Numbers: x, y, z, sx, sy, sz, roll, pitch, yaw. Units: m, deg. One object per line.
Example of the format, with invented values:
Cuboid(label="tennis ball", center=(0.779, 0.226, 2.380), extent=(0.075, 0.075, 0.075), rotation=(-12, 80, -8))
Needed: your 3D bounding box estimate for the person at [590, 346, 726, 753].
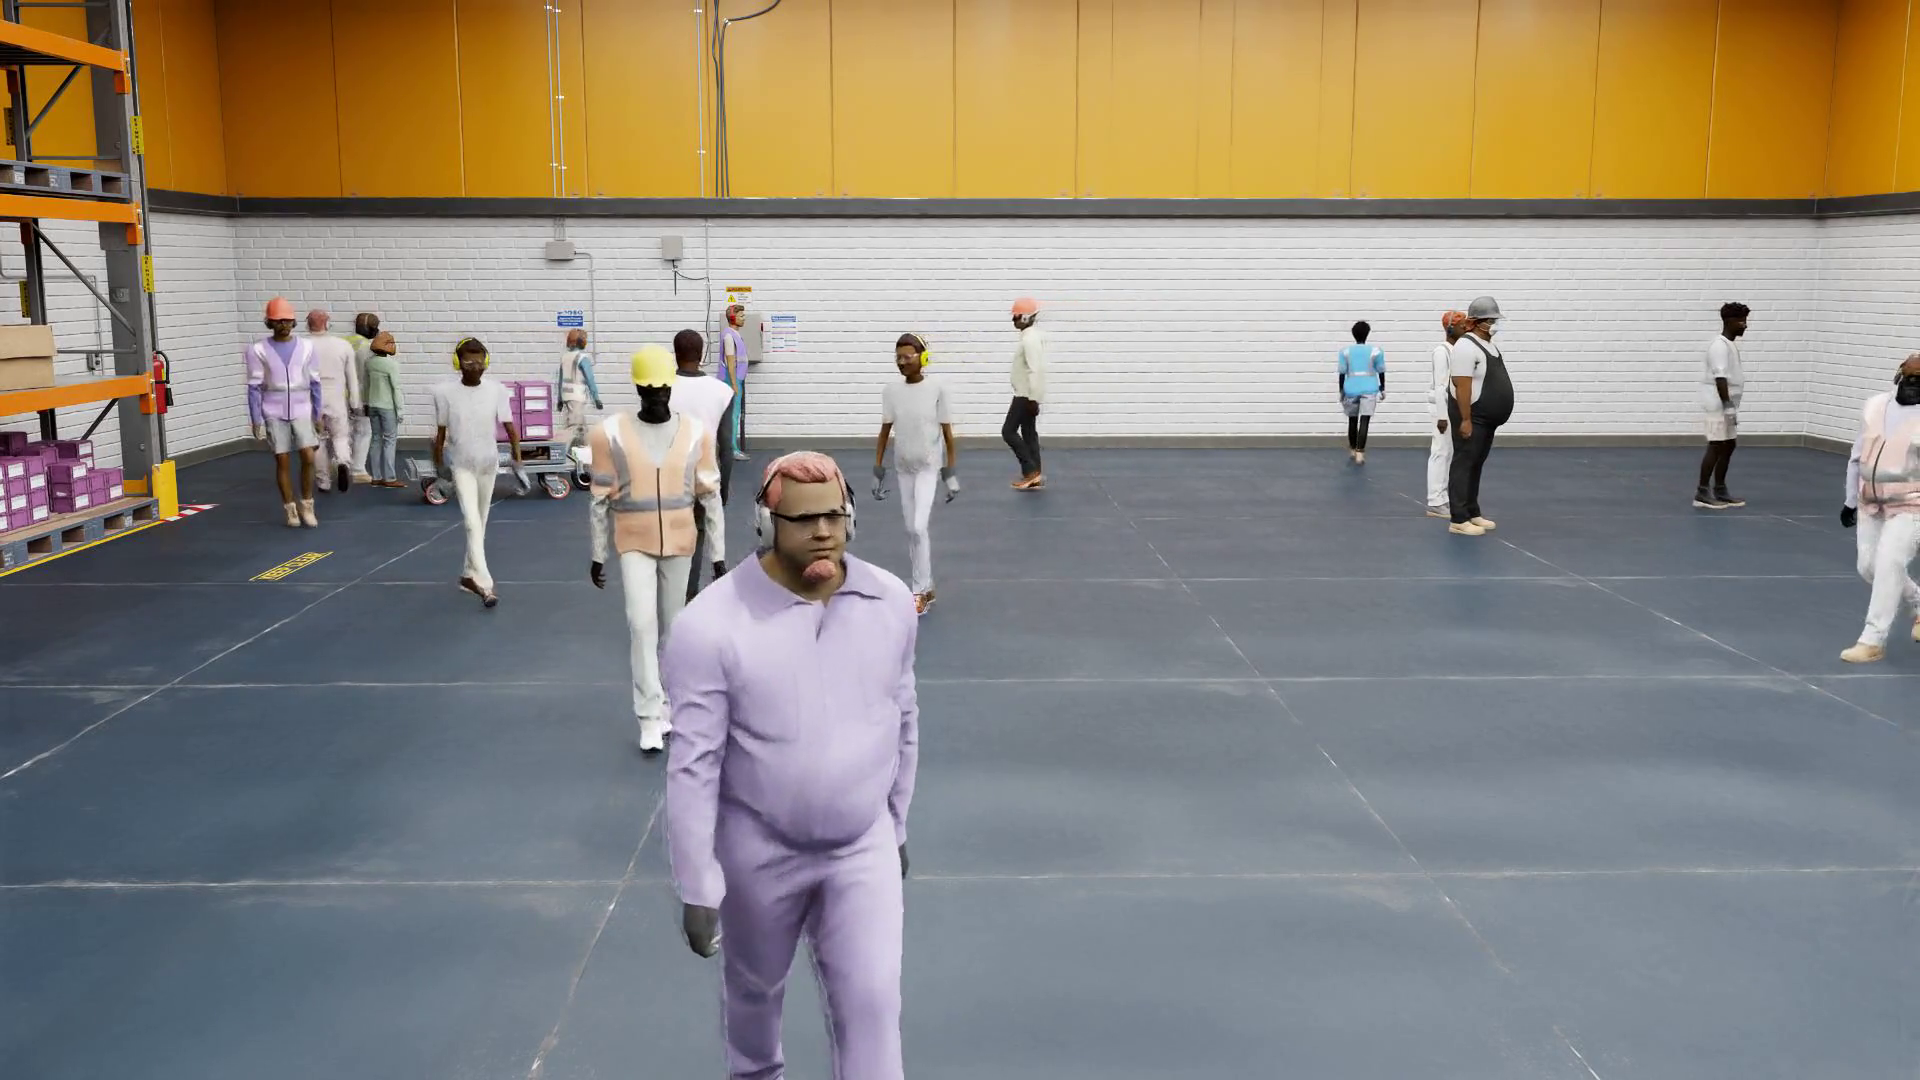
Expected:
Cuboid(label="person", center=(-1.405, 0.045, 7.850), extent=(0.621, 1.896, 0.808), rotation=(-4, 10, -21))

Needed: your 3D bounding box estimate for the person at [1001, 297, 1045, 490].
Cuboid(label="person", center=(0.652, -1.482, 16.995), extent=(0.448, 1.977, 0.622), rotation=(1, 9, 9))

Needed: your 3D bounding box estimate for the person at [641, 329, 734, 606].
Cuboid(label="person", center=(-1.735, -0.382, 10.521), extent=(0.648, 1.884, 0.545), rotation=(-3, 10, -16))

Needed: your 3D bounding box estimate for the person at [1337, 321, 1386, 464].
Cuboid(label="person", center=(4.716, -1.732, 19.518), extent=(0.539, 1.654, 0.843), rotation=(4, 10, 25))

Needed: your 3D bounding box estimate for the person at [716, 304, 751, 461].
Cuboid(label="person", center=(-2.692, -1.866, 19.746), extent=(0.390, 1.847, 0.563), rotation=(-1, 9, -4))

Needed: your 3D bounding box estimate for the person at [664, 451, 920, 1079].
Cuboid(label="person", center=(-0.356, 0.717, 3.892), extent=(0.661, 1.847, 1.014), rotation=(-4, 10, -25))

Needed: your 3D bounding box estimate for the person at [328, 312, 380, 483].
Cuboid(label="person", center=(-6.379, -1.495, 17.582), extent=(0.586, 1.813, 0.666), rotation=(-6, 11, -33))

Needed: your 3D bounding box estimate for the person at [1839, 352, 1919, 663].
Cuboid(label="person", center=(5.473, -0.191, 9.617), extent=(0.736, 1.799, 0.630), rotation=(-4, 10, -21))

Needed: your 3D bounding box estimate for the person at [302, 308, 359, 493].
Cuboid(label="person", center=(-6.358, -1.372, 16.647), extent=(0.649, 1.883, 0.699), rotation=(-4, 10, -23))

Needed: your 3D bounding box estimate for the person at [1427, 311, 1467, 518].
Cuboid(label="person", center=(4.488, -1.155, 15.275), extent=(0.353, 1.883, 0.573), rotation=(5, 11, 30))

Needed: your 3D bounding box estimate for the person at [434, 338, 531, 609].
Cuboid(label="person", center=(-3.242, -0.459, 11.245), extent=(0.545, 1.804, 1.002), rotation=(-5, 11, -30))

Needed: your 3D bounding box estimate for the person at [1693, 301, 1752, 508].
Cuboid(label="person", center=(7.256, -1.277, 15.772), extent=(0.416, 1.957, 0.623), rotation=(7, 11, 36))

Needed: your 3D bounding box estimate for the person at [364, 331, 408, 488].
Cuboid(label="person", center=(-5.967, -1.348, 17.254), extent=(0.494, 1.624, 0.280), rotation=(5, 11, 29))

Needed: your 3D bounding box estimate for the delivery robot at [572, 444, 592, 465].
Cuboid(label="delivery robot", center=(-3.658, -0.860, 17.241), extent=(0.707, 0.478, 0.477), rotation=(-2, 9, -15))

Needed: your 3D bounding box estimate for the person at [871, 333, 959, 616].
Cuboid(label="person", center=(-0.326, -0.427, 10.930), extent=(0.553, 1.842, 0.723), rotation=(4, 10, 25))

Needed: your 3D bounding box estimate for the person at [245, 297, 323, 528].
Cuboid(label="person", center=(-5.824, -1.082, 14.405), extent=(0.624, 2.018, 0.676), rotation=(-5, 11, -30))

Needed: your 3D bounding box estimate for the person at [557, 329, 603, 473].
Cuboid(label="person", center=(-4.251, -1.556, 18.603), extent=(0.843, 1.589, 0.529), rotation=(-8, 12, -41))

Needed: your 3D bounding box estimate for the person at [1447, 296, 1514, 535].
Cuboid(label="person", center=(4.478, -1.074, 14.298), extent=(0.536, 2.000, 0.678), rotation=(6, 11, 34))
